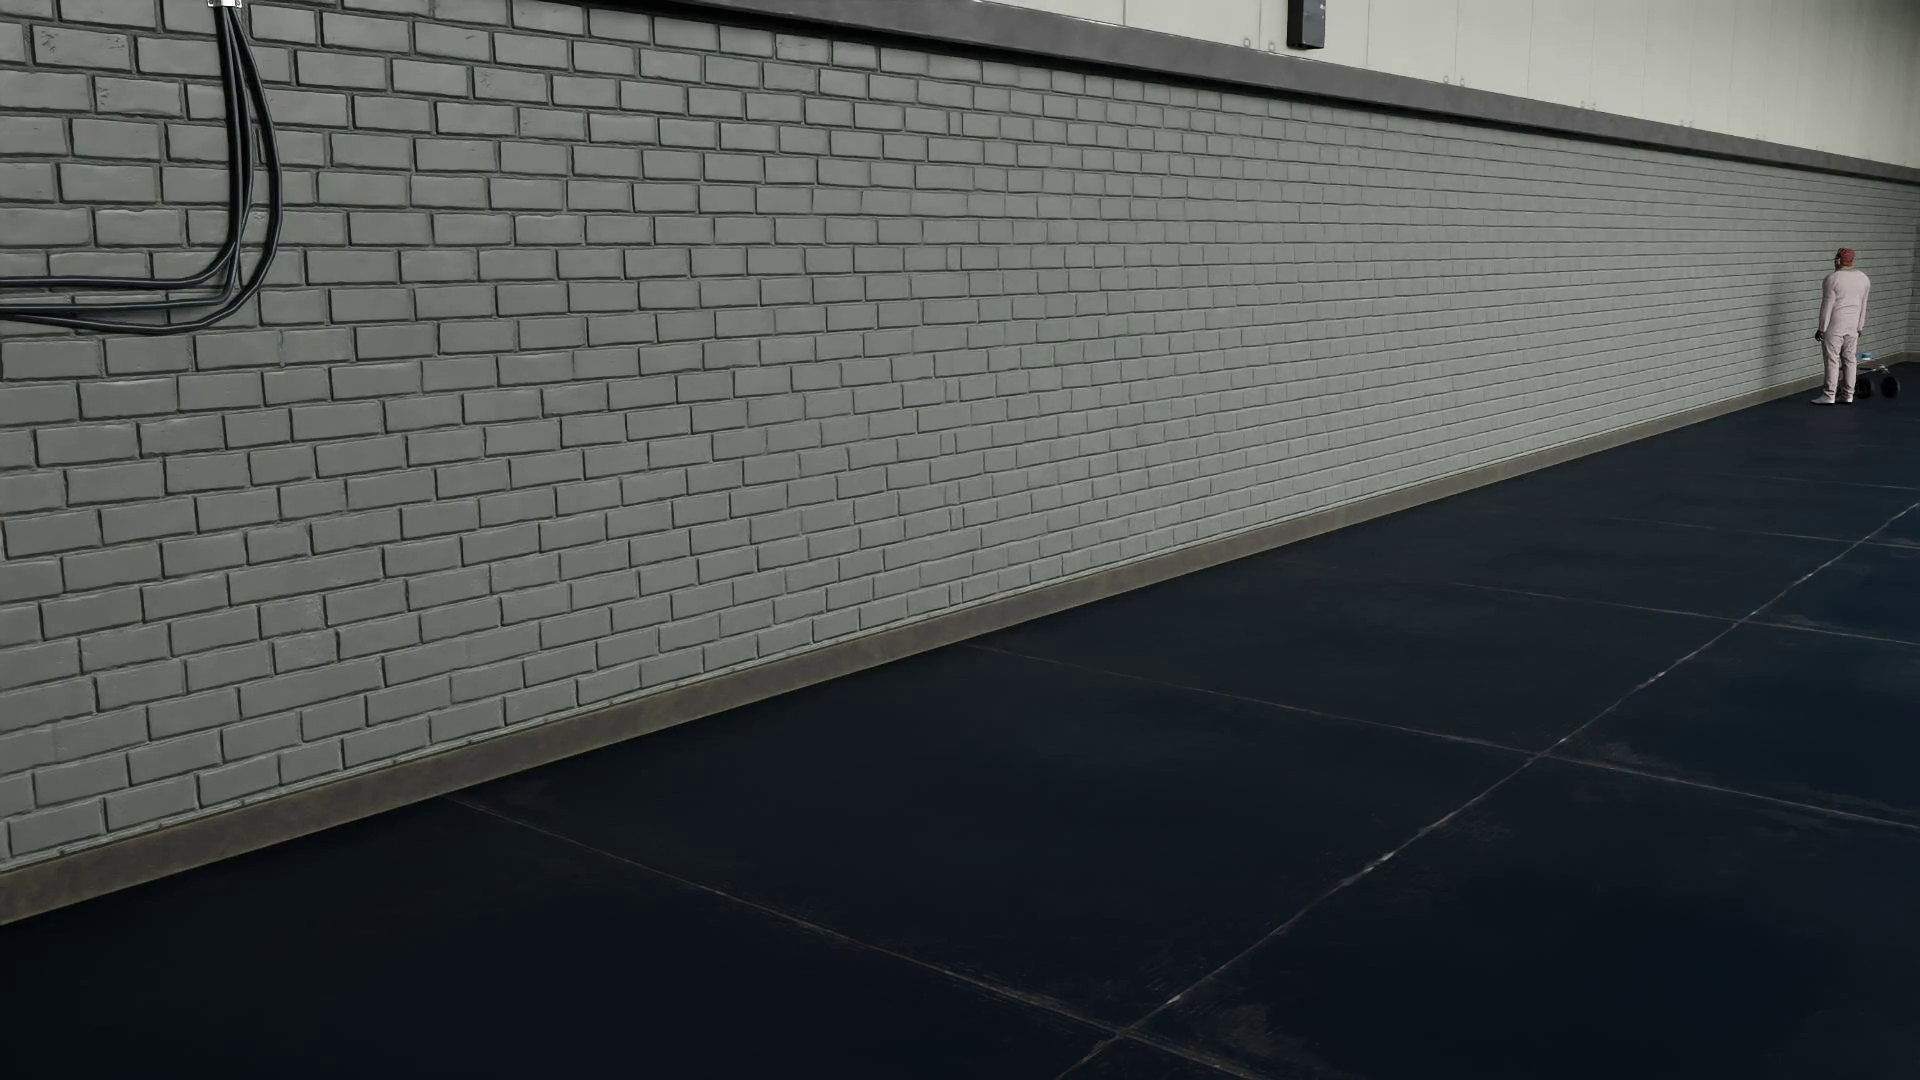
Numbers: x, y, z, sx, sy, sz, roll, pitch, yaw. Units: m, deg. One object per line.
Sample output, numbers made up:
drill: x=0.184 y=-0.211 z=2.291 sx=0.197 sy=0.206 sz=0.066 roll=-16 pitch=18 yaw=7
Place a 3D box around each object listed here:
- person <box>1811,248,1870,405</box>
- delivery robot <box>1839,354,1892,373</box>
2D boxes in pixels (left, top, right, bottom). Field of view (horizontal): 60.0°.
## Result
person: x=10.733 y=-2.605 z=20.322 sx=0.651 sy=1.906 sz=0.401 roll=-3 pitch=11 yaw=-16
delivery robot: x=11.698 y=-2.293 z=21.475 sx=0.335 sy=0.223 sz=0.698 roll=-3 pitch=11 yaw=-16
